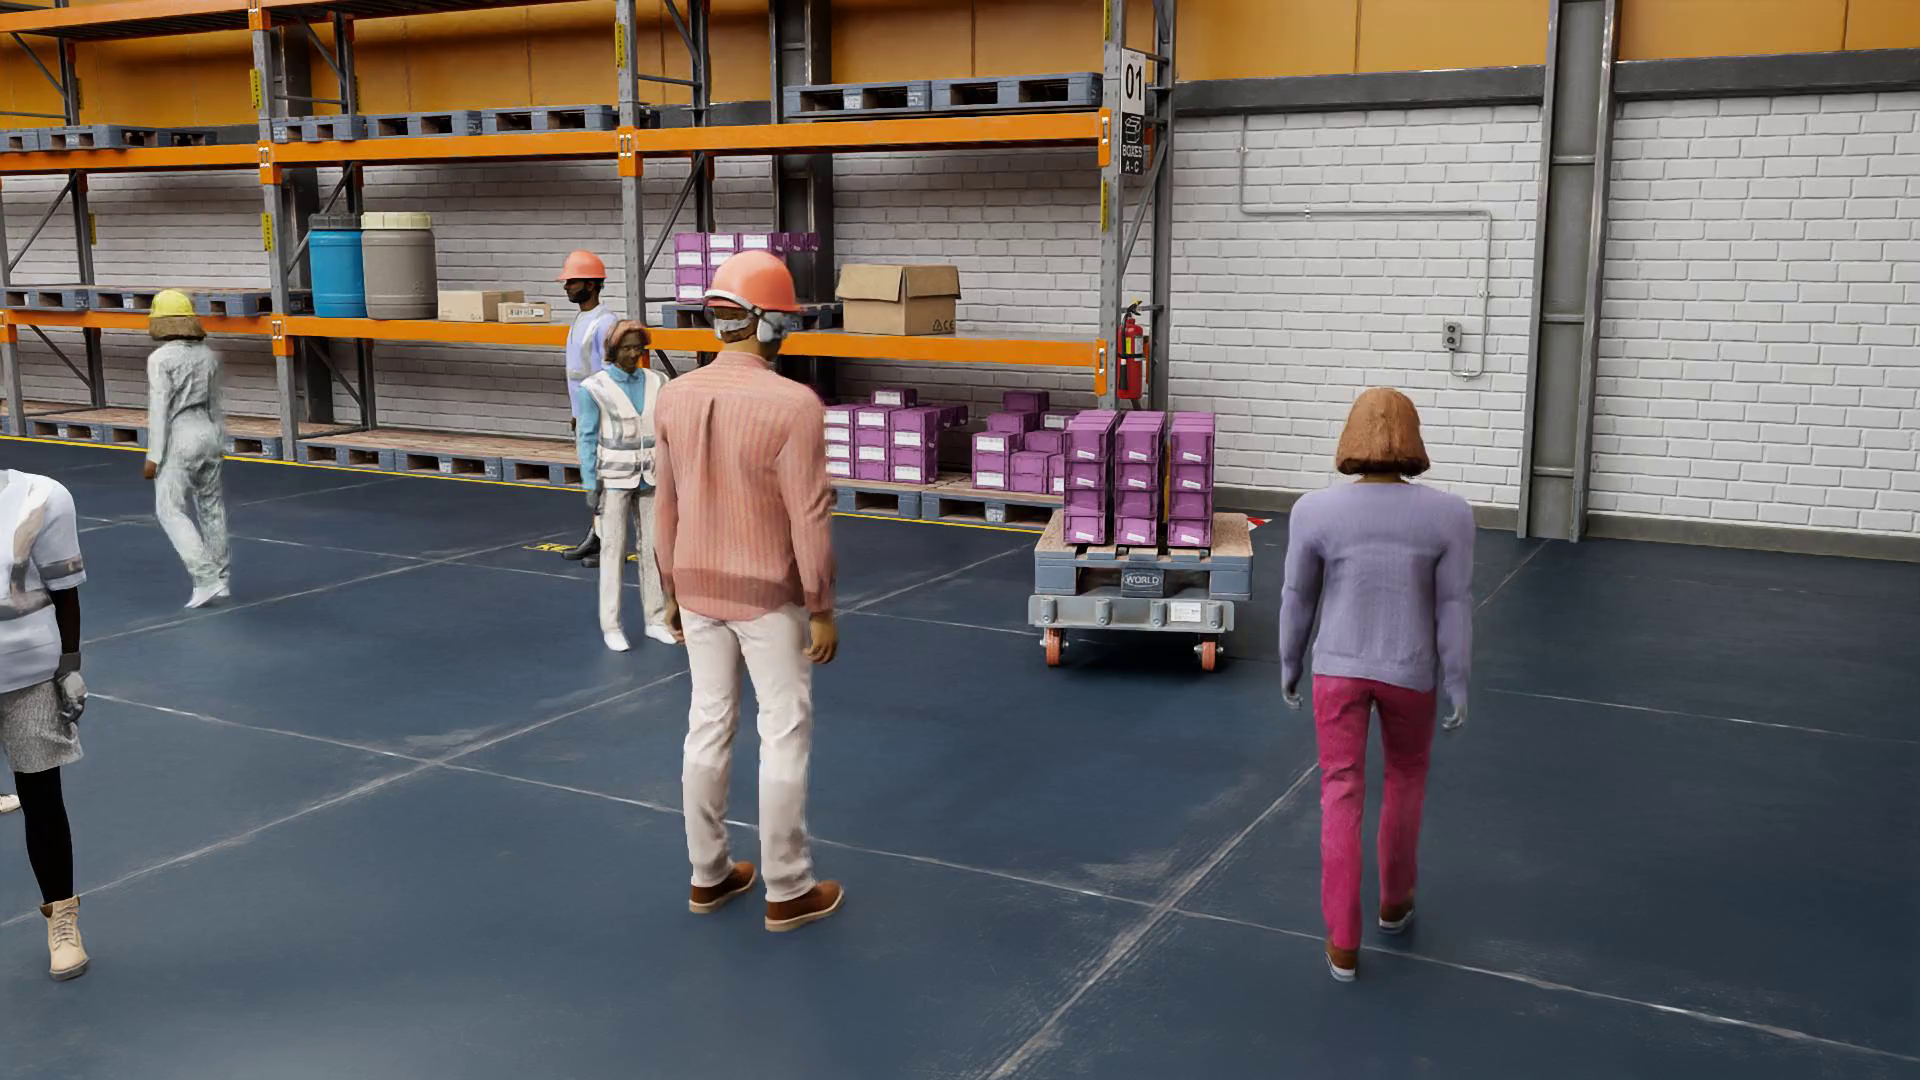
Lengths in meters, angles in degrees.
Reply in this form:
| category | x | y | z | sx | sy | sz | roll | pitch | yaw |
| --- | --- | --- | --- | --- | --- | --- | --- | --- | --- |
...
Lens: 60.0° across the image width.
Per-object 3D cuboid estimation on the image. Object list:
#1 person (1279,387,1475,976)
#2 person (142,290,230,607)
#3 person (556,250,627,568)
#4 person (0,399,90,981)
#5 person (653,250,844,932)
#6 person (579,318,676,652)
| category | x | y | z | sx | sy | sz | roll | pitch | yaw |
| --- | --- | --- | --- | --- | --- | --- | --- | --- | --- |
| person | 1.167 | 0.372 | 4.715 | 0.519 | 1.607 | 0.694 | 3 | 11 | 14 |
| person | -4.238 | -0.500 | 9.188 | 0.464 | 1.731 | 0.506 | 3 | 11 | 15 |
| person | -2.270 | -0.799 | 10.233 | 0.362 | 1.939 | 0.542 | -7 | 12 | -33 |
| person | -2.624 | 0.375 | 4.464 | 0.535 | 1.697 | 0.318 | -5 | 11 | -25 |
| person | -0.618 | 0.152 | 4.910 | 0.634 | 1.981 | 0.435 | 7 | 12 | 34 |
| person | -1.623 | -0.271 | 8.183 | 0.525 | 1.632 | 0.314 | -9 | 14 | -40 |
